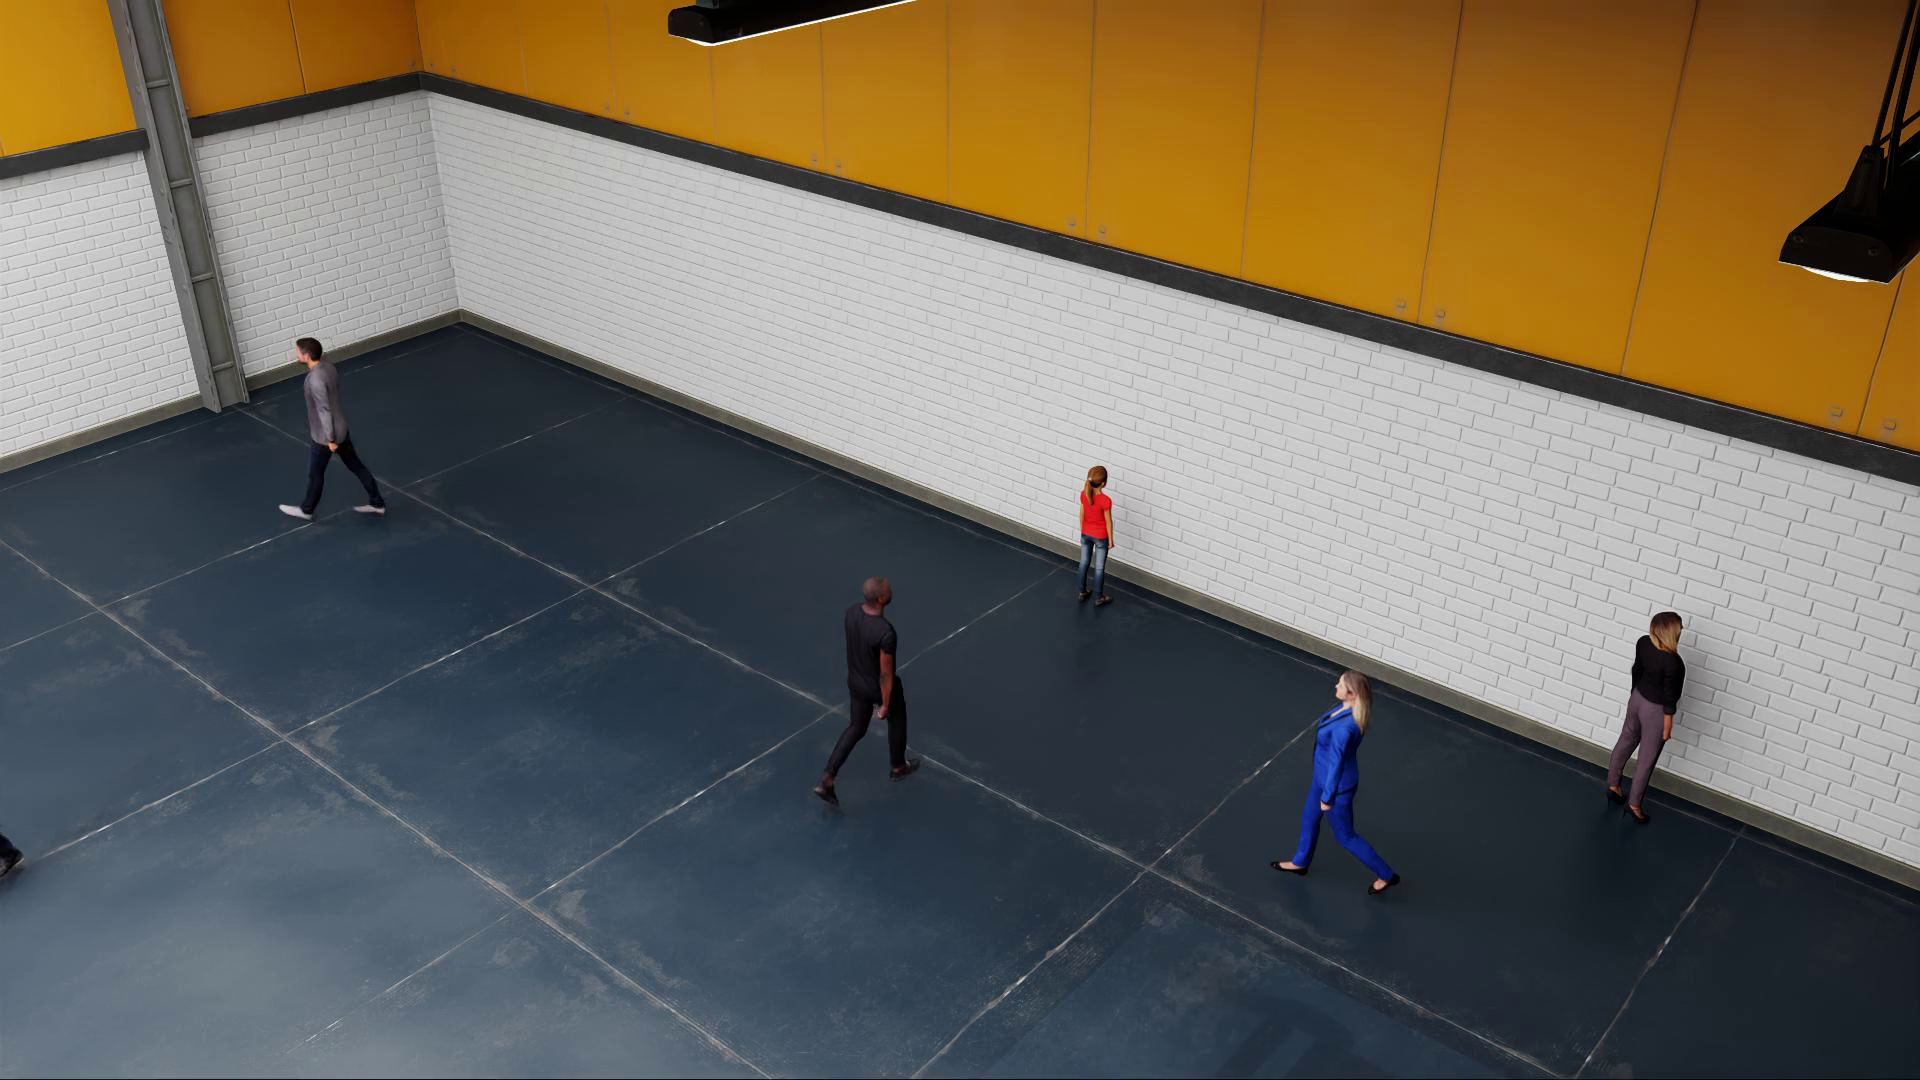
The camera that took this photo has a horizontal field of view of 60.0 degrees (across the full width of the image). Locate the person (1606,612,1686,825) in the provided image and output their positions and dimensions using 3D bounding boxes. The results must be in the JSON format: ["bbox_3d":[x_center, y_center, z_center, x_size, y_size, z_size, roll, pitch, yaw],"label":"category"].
[{"bbox_3d":[4.795,1.224,11.614,0.702,1.672,0.678,-8,30,-13],"label":"person"}]

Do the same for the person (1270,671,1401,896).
[{"bbox_3d":[2.560,1.624,10.883,0.956,1.670,1.118,9,30,17],"label":"person"}]

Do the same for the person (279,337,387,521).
[{"bbox_3d":[-5.794,-0.993,15.528,1.254,1.816,1.226,-1,29,-1],"label":"person"}]

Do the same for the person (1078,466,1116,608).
[{"bbox_3d":[1.158,-0.044,14.315,0.492,1.310,0.493,20,34,32],"label":"person"}]

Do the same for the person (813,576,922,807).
[{"bbox_3d":[-0.690,1.089,11.746,1.200,1.781,0.725,-25,37,-38],"label":"person"}]
